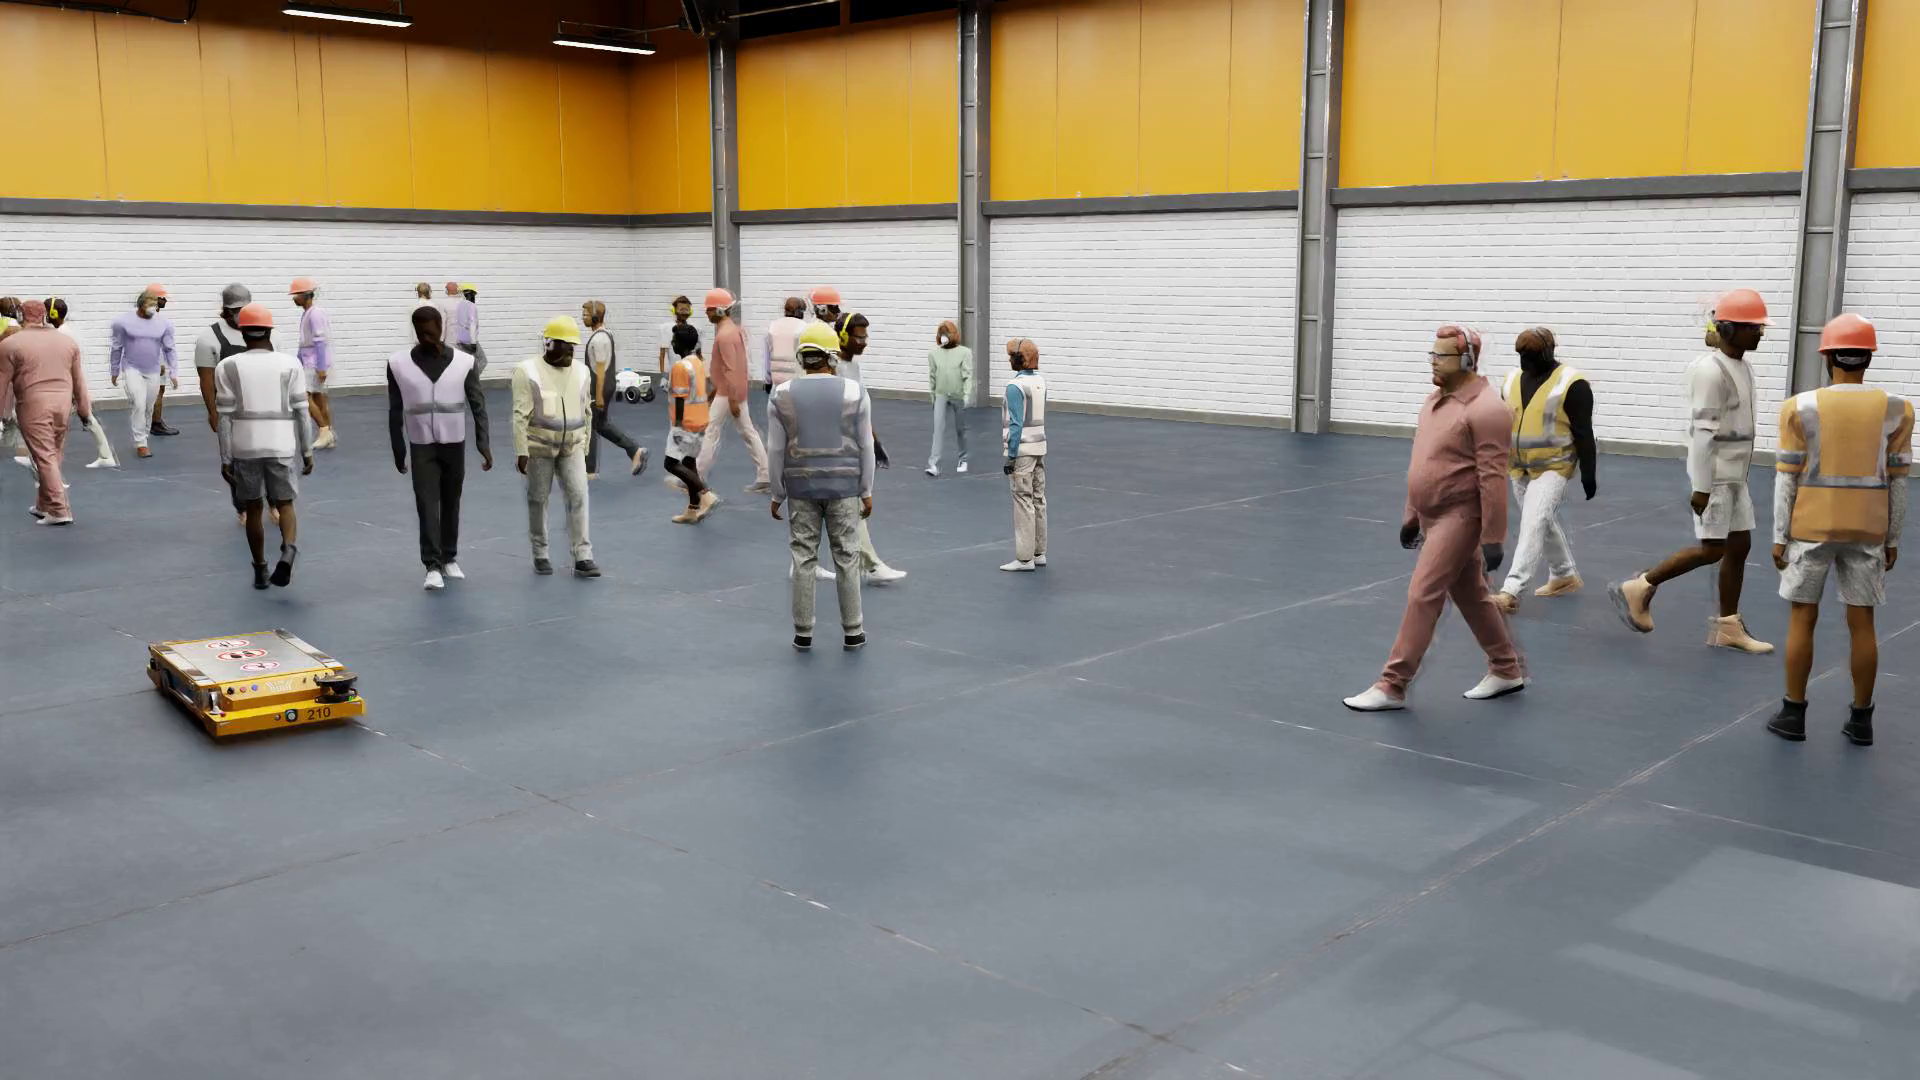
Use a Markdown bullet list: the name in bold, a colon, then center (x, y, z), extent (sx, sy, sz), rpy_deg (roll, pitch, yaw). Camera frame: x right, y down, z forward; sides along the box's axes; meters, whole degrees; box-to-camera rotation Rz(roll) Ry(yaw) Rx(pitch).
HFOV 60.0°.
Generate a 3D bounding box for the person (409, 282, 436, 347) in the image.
- **person**: center (-8.528, -3.126, 26.354), extent (0.821, 1.919, 0.631), rpy_deg (-9, 13, -44)

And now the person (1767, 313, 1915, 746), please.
- **person**: center (3.938, -0.050, 7.480), extent (0.545, 1.925, 0.407), rpy_deg (3, 10, 17)

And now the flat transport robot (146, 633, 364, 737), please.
- **flat transport robot**: center (-3.476, 0.667, 8.133), extent (0.652, 0.197, 1.431), rpy_deg (-7, 12, -37)

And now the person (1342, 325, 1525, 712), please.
- **person**: center (2.359, -0.102, 8.017), extent (0.979, 1.860, 0.657), rpy_deg (-1, 9, -8)

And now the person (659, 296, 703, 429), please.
- **person**: center (-3.124, -1.825, 18.687), extent (0.515, 1.815, 0.959), rpy_deg (-3, 10, -16)

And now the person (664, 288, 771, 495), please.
- **person**: center (-2.229, -1.383, 15.613), extent (1.042, 1.935, 0.633), rpy_deg (0, 9, 2)

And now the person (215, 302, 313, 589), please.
- **person**: center (-4.537, -0.596, 10.879), extent (0.579, 1.913, 0.670), rpy_deg (-4, 10, -23)

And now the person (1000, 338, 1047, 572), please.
- **person**: center (0.455, -0.595, 11.689), extent (0.309, 1.638, 0.522), rpy_deg (4, 10, 25)

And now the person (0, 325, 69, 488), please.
- **person**: center (-9.102, -1.259, 15.923), extent (0.854, 1.590, 0.505), rpy_deg (-3, 10, -18)

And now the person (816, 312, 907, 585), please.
- **person**: center (-0.719, -0.607, 11.196), extent (0.912, 1.820, 0.546), rpy_deg (2, 9, 12)

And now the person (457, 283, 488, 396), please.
- **person**: center (-8.148, -3.340, 27.754), extent (0.460, 1.886, 0.632), rpy_deg (-7, 12, -37)

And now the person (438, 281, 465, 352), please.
- **person**: center (-8.667, -3.472, 28.519), extent (0.402, 1.904, 0.652), rpy_deg (8, 12, 41)

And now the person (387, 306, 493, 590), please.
- **person**: center (-3.451, -0.612, 11.069), extent (0.628, 1.864, 0.944), rpy_deg (-3, 10, -20)

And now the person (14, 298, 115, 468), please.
- **person**: center (-9.504, -1.647, 17.607), extent (0.996, 1.816, 0.502), rpy_deg (-1, 9, -5)

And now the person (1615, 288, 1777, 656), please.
- **person**: center (4.143, -0.380, 9.230), extent (0.752, 2.023, 0.611), rpy_deg (9, 13, 42)

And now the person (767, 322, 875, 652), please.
- **person**: center (-0.763, -0.284, 9.210), extent (0.587, 1.826, 0.404), rpy_deg (0, 9, -1)

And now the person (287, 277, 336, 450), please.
- **person**: center (-7.549, -2.037, 19.367), extent (0.486, 2.021, 0.627), rpy_deg (-5, 10, -26)

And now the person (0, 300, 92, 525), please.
- **person**: center (-7.717, -1.061, 13.888), extent (0.897, 1.853, 0.735), rpy_deg (5, 11, 29)

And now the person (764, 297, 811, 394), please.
- **person**: center (-1.851, -1.725, 18.088), extent (0.712, 1.822, 0.443), rpy_deg (4, 10, 25)

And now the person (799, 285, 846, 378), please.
- **person**: center (-1.161, -1.261, 14.747), extent (0.685, 1.970, 0.613), rpy_deg (0, 9, 0)

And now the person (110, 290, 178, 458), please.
- **person**: center (-9.180, -1.868, 18.747), extent (0.653, 1.880, 0.777), rpy_deg (-7, 12, -38)

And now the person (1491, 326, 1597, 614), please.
- **person**: center (3.616, -0.450, 10.389), extent (0.981, 1.790, 0.678), rpy_deg (-5, 11, -29)

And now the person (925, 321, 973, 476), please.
- **person**: center (-0.105, -1.455, 17.123), extent (0.503, 1.584, 0.854), rpy_deg (3, 10, 16)

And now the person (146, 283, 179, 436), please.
- **person**: center (-10.220, -2.302, 21.241), extent (0.369, 1.935, 0.552), rpy_deg (-6, 11, -31)

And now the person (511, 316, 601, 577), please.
- **person**: center (-2.743, -0.620, 11.360), extent (0.615, 1.786, 0.835), rpy_deg (-6, 11, -32)

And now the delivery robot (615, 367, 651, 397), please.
- **delivery robot**: center (-5.276, -2.502, 26.410), extent (0.707, 0.478, 0.477), rpy_deg (4, 10, 24)

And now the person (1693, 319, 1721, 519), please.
- **person**: center (6.372, -1.027, 14.021), extent (0.324, 1.742, 0.492), rpy_deg (5, 11, 29)

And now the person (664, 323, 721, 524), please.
- **person**: center (-2.227, -0.949, 13.716), extent (0.409, 1.680, 0.544), rpy_deg (2, 9, 10)

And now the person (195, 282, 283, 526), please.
- **person**: center (-5.819, -1.106, 13.595), extent (0.700, 2.000, 0.677), rpy_deg (-7, 12, -36)

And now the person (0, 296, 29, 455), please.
- **person**: center (-10.721, -1.836, 18.744), extent (0.630, 1.821, 0.666), rpy_deg (5, 11, 30)

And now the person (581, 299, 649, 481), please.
- **person**: center (-3.559, -1.495, 16.659), extent (0.734, 1.823, 0.525), rpy_deg (0, 9, -2)
